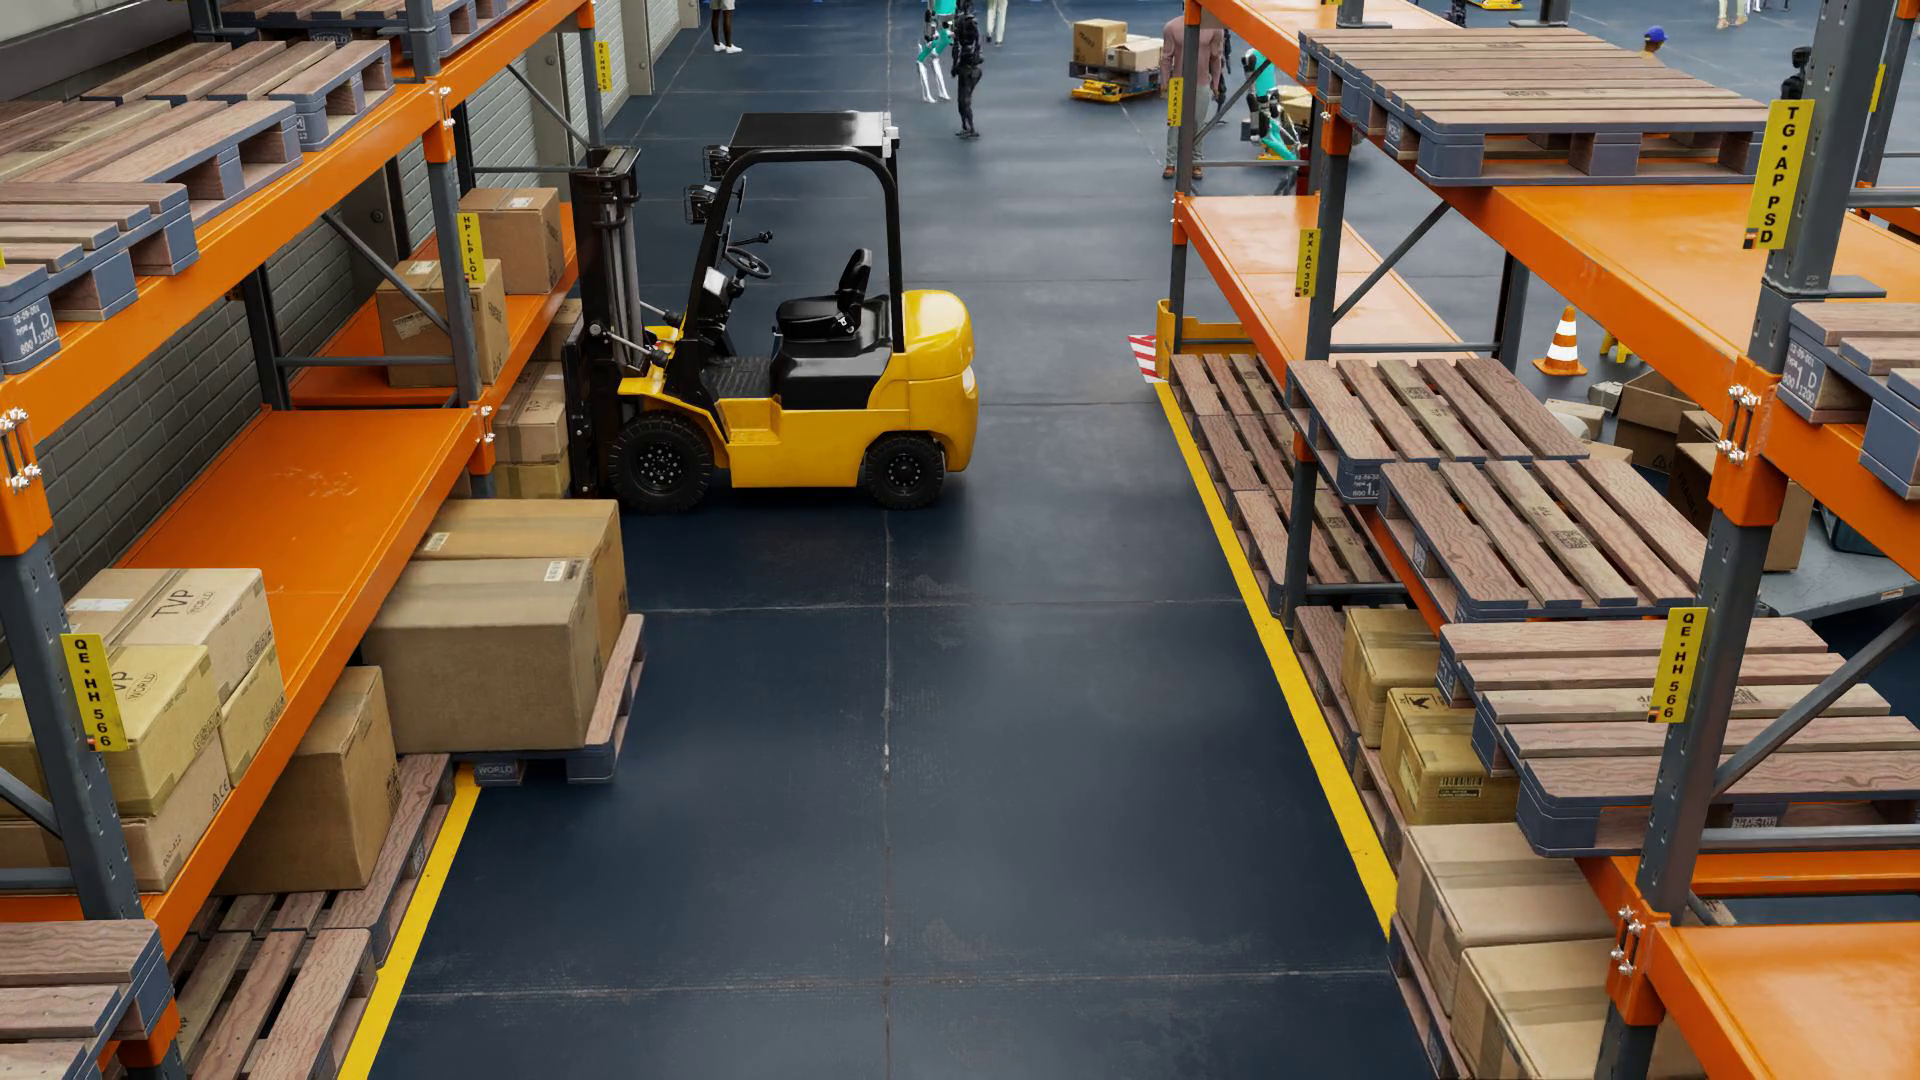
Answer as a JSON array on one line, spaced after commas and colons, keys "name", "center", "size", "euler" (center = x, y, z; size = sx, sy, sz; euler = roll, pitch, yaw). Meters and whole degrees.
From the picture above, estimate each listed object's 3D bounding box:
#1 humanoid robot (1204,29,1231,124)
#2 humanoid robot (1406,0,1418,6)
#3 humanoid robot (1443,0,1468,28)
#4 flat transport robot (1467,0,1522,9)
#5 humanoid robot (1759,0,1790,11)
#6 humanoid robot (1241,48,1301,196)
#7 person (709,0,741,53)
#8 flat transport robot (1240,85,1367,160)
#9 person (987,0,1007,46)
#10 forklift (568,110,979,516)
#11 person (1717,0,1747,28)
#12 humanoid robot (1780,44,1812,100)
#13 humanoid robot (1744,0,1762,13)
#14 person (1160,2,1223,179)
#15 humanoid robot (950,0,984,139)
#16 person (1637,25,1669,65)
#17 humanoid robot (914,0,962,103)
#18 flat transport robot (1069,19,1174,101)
[{"name": "humanoid robot", "center": [3.016, -5.842, 20.019], "size": [0.396, 1.656, 0.599], "euler": [-23, 34, -39]}, {"name": "humanoid robot", "center": [8.053, -10.133, 29.143], "size": [0.601, 1.635, 0.694], "euler": [6, 26, 12]}, {"name": "humanoid robot", "center": [6.718, -6.928, 22.346], "size": [0.658, 1.633, 0.616], "euler": [15, 29, 28]}, {"name": "flat transport robot", "center": [9.545, -9.740, 29.930], "size": [0.659, 0.231, 1.431], "euler": [-2, 25, -3]}, {"name": "humanoid robot", "center": [14.387, -10.100, 29.074], "size": [0.605, 1.620, 0.616], "euler": [-12, 28, -23]}, {"name": "humanoid robot", "center": [3.092, -3.965, 15.996], "size": [0.825, 1.762, 0.546], "euler": [17, 30, 32]}, {"name": "person", "center": [-3.602, -8.305, 24.998], "size": [0.549, 1.895, 0.383], "euler": [18, 31, 33]}, {"name": "flat transport robot", "center": [3.880, -4.410, 18.644], "size": [0.659, 0.231, 1.431], "euler": [14, 29, 28]}, {"name": "person", "center": [0.599, -8.502, 25.578], "size": [0.591, 1.735, 0.395], "euler": [7, 26, 15]}, {"name": "forklift", "center": [-1.043, -1.379, 9.976], "size": [2.313, 2.155, 1.214], "euler": [-1, 25, -2]}, {"name": "person", "center": [12.849, -9.426, 27.401], "size": [0.572, 1.857, 0.921], "euler": [21, 32, 37]}, {"name": "humanoid robot", "center": [8.055, -3.878, 15.877], "size": [0.586, 1.626, 0.509], "euler": [-16, 29, -30]}, {"name": "humanoid robot", "center": [13.918, -10.056, 28.914], "size": [0.539, 1.836, 0.662], "euler": [-6, 26, -12]}, {"name": "person", "center": [2.413, -4.779, 17.471], "size": [0.635, 1.937, 0.356], "euler": [3, 25, 7]}, {"name": "humanoid robot", "center": [0.075, -5.553, 19.413], "size": [0.315, 1.643, 0.609], "euler": [-13, 28, -25]}, {"name": "person", "center": [6.814, -4.301, 16.728], "size": [0.597, 1.701, 0.469], "euler": [-12, 28, -24]}, {"name": "humanoid robot", "center": [-0.325, -6.523, 21.352], "size": [0.535, 1.743, 0.738], "euler": [-17, 30, -32]}, {"name": "flat transport robot", "center": [2.186, -6.041, 22.096], "size": [0.659, 0.231, 1.431], "euler": [22, 33, 39]}]
